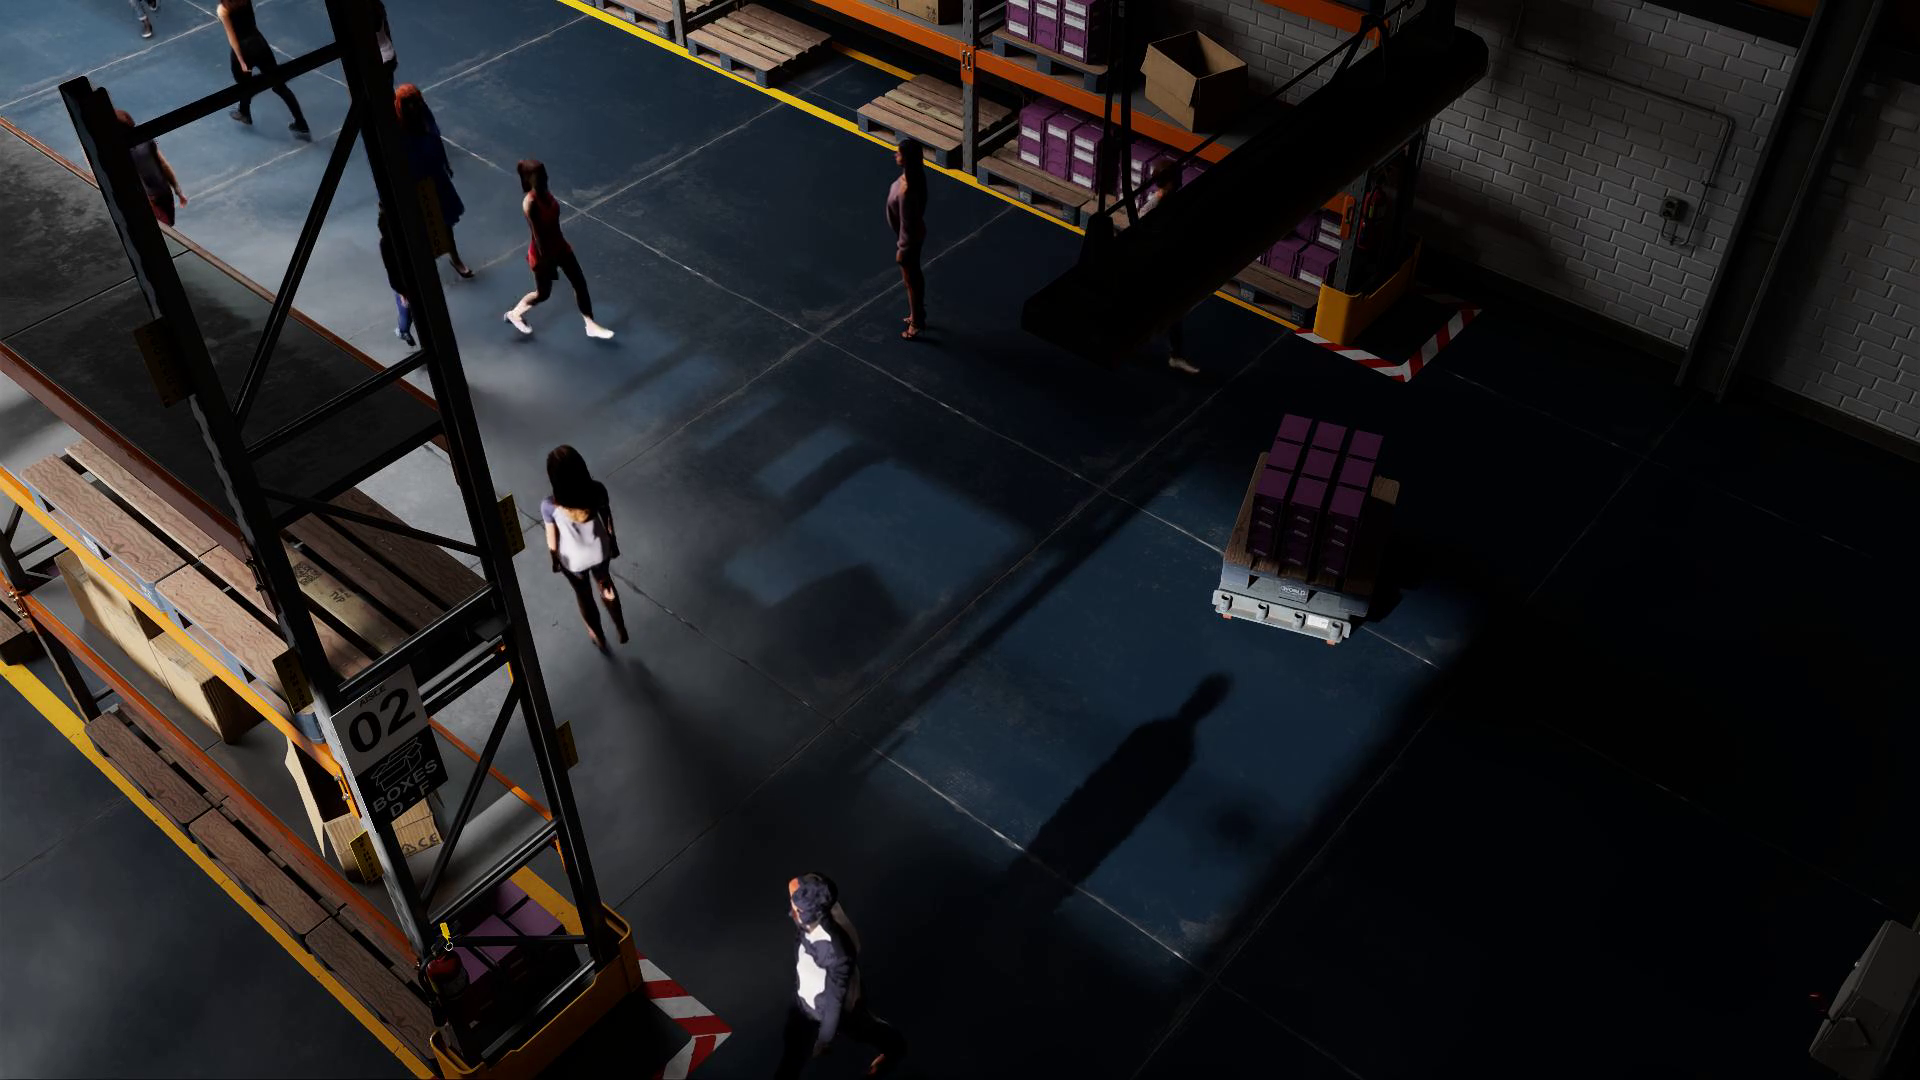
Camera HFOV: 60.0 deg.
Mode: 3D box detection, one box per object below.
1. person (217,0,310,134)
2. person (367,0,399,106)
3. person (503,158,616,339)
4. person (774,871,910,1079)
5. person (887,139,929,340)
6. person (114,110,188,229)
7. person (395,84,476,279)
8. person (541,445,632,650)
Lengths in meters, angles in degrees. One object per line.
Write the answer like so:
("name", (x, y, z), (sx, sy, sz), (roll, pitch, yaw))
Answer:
("person", (-6.693, -4.607, 15.882), (1.211, 1.639, 0.778), (19, 47, 19))
("person", (-5.484, -4.553, 15.786), (0.766, 1.692, 0.633), (26, 49, 25))
("person", (-3.394, -2.305, 13.409), (1.195, 1.716, 0.891), (9, 44, 10))
("person", (-0.574, 2.294, 8.486), (1.008, 1.848, 1.218), (-23, 48, -22))
("person", (-0.394, -2.428, 13.469), (0.704, 1.812, 0.695), (6, 44, 6))
("person", (-6.902, -2.956, 14.166), (1.153, 1.614, 0.652), (34, 53, 31))
("person", (-4.549, -3.057, 14.127), (0.987, 1.813, 0.830), (12, 45, 12))
("person", (-2.413, 0.134, 10.846), (0.694, 1.721, 0.762), (-24, 49, -23))
